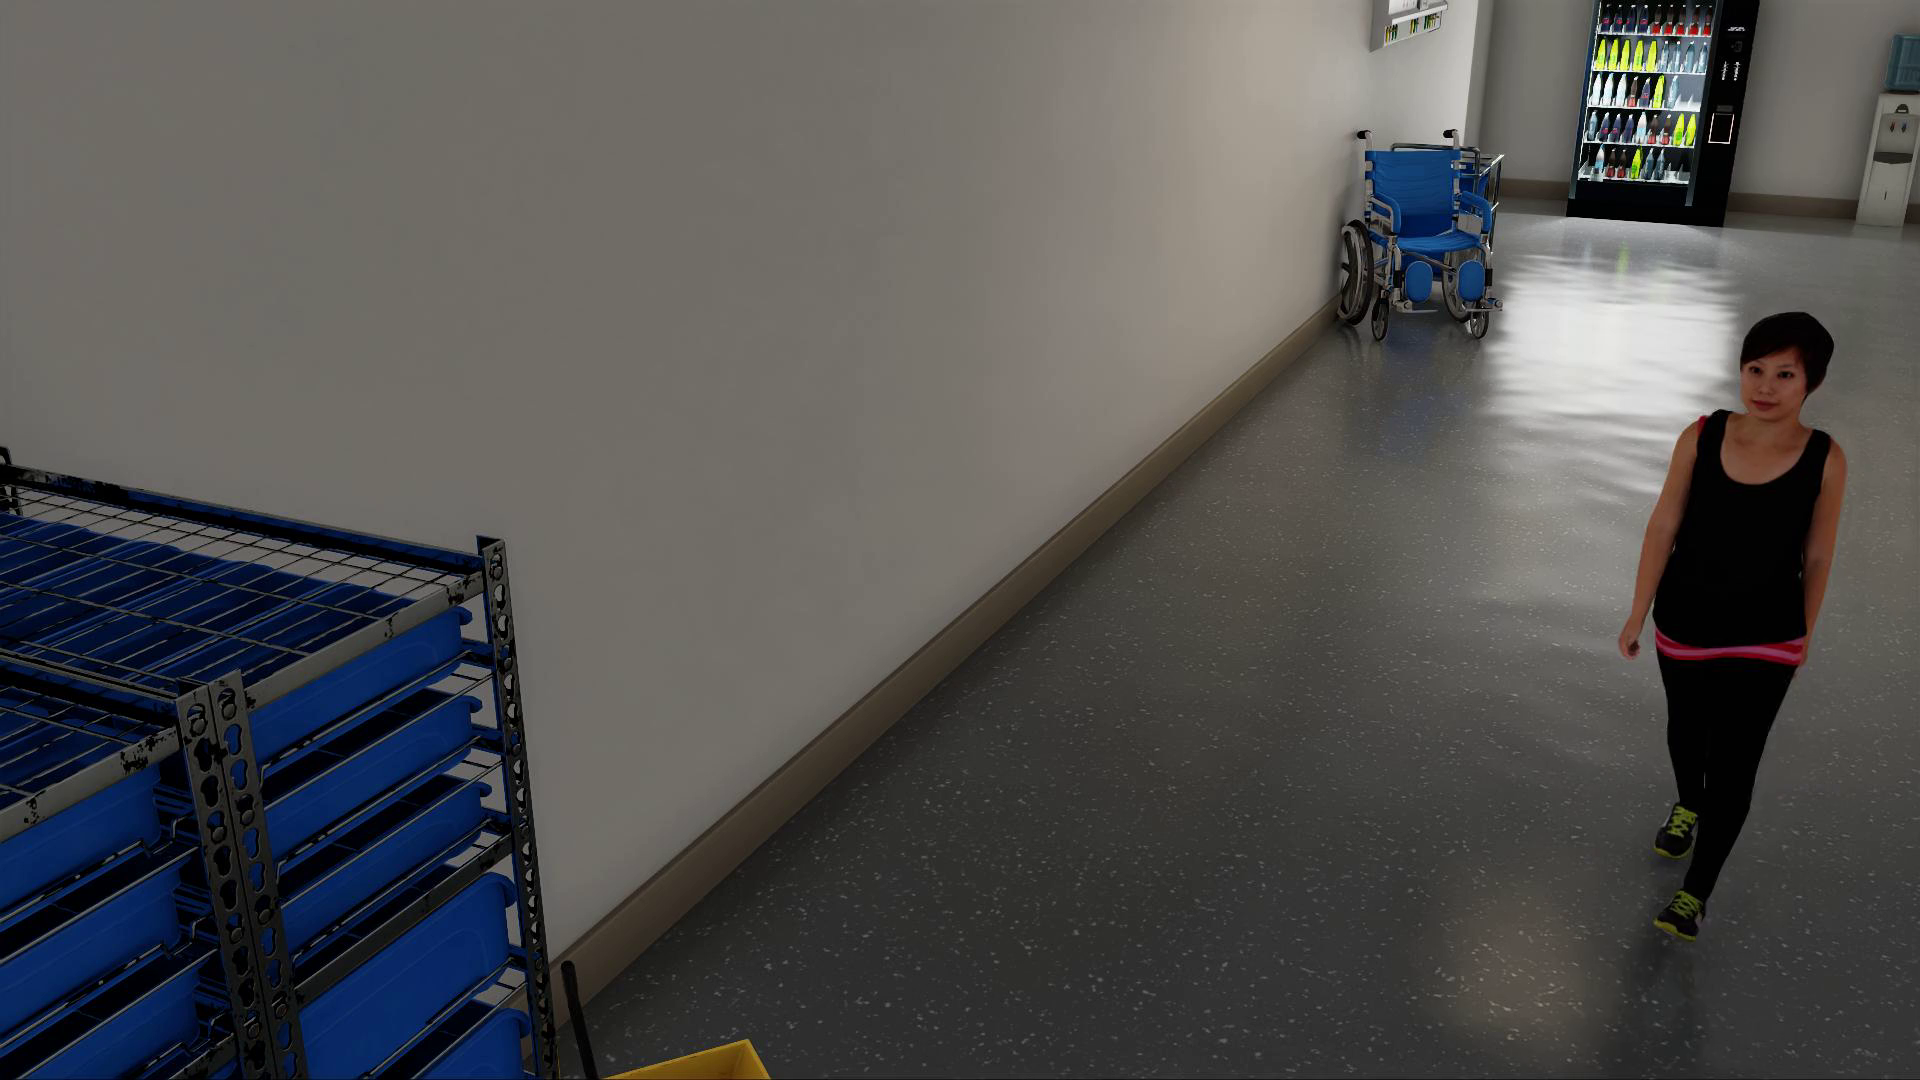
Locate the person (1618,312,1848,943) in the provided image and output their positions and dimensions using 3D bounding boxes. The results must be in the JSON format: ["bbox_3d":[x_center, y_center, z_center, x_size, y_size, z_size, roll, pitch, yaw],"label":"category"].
[{"bbox_3d":[1.946,0.182,4.181,0.985,1.516,0.759,16,26,36],"label":"person"}]
